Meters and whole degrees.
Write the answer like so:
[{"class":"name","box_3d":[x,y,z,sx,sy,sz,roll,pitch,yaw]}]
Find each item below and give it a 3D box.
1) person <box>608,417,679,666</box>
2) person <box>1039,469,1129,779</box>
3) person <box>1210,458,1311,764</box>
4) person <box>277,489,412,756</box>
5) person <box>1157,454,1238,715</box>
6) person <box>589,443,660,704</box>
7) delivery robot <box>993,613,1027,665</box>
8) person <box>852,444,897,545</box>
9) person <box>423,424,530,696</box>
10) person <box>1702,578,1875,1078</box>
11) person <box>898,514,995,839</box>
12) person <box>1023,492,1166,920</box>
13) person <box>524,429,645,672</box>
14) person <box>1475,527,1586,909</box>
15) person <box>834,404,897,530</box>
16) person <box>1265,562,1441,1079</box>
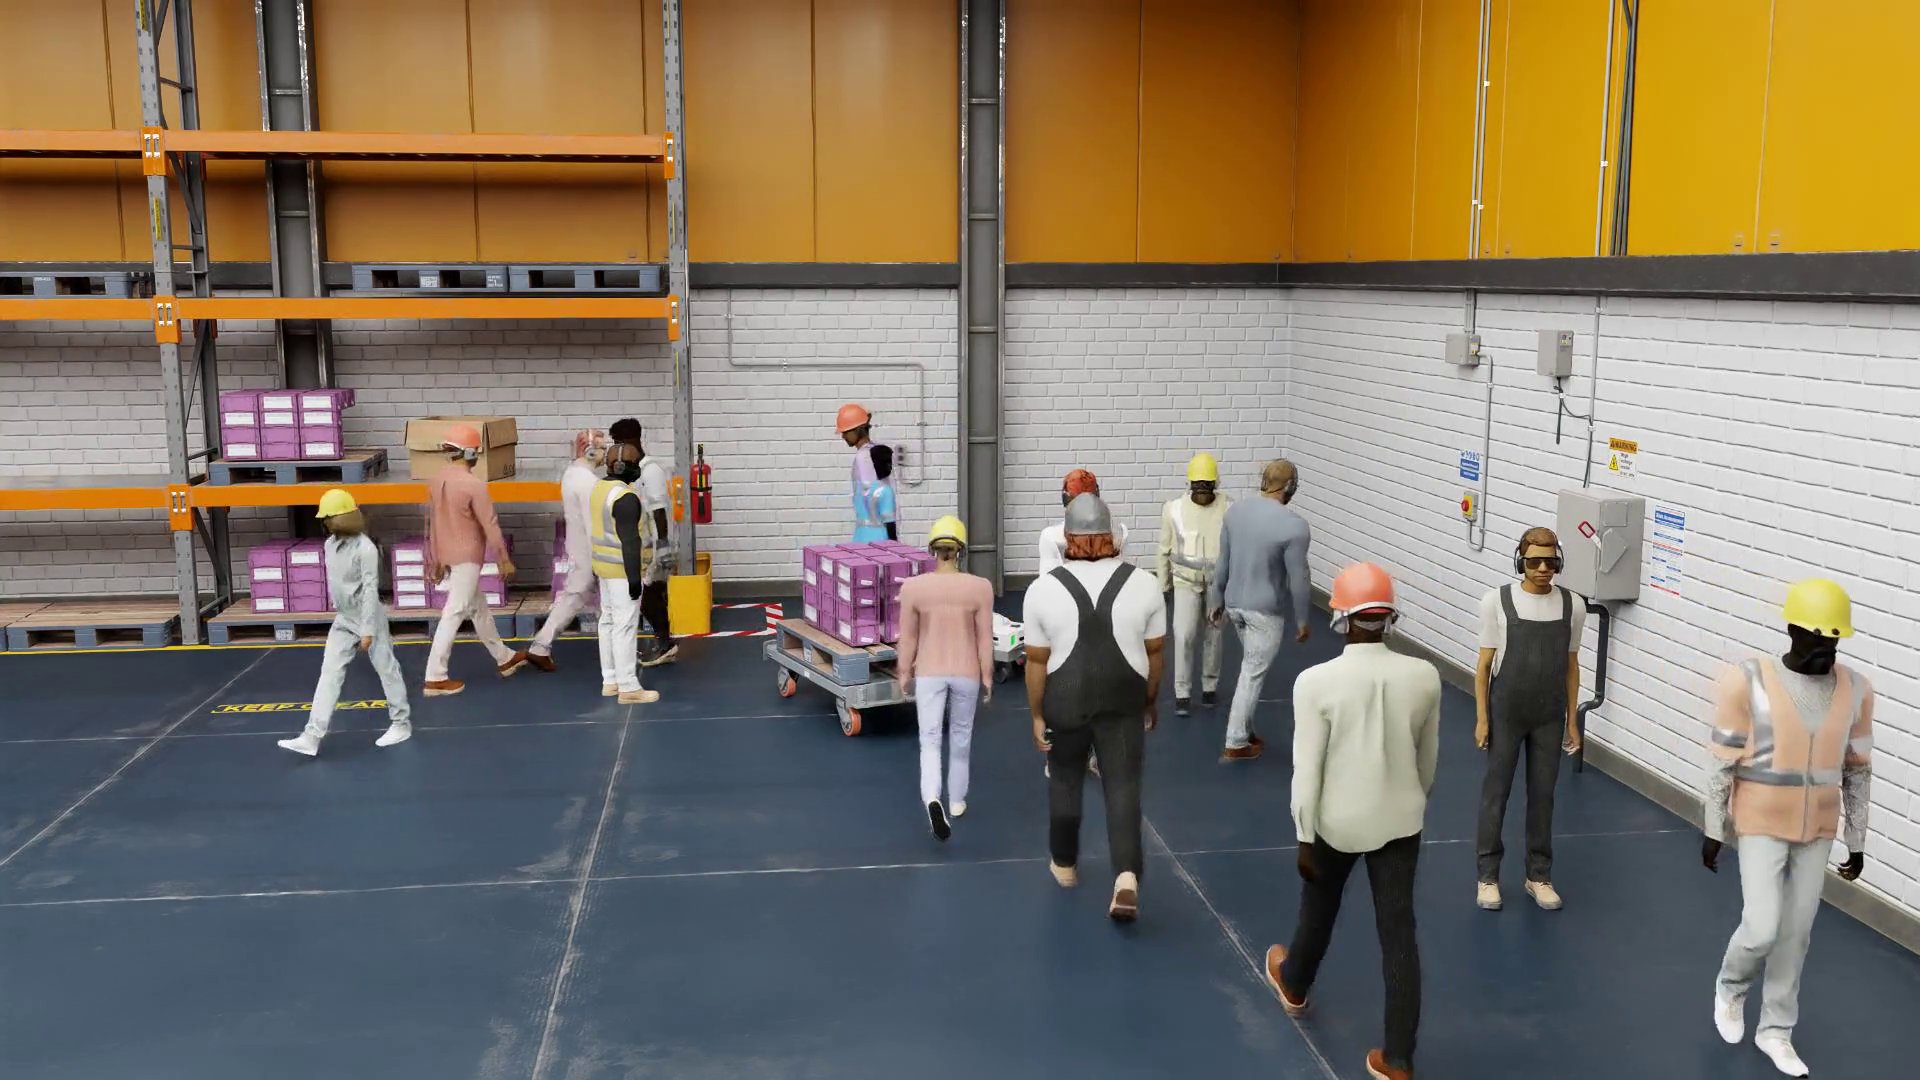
[{"class":"person","box_3d":[-2.438,0.019,12.828,0.508,1.932,0.642,-4,10,-24]},{"class":"person","box_3d":[0.725,0.514,9.900,0.574,1.885,0.356,-3,10,-20]},{"class":"person","box_3d":[1.885,0.445,10.284,0.617,1.896,0.655,-7,11,-36]},{"class":"person","box_3d":[-3.839,0.524,10.404,0.500,1.681,0.939,6,11,31]},{"class":"person","box_3d":[1.672,0.311,11.420,0.624,1.802,0.724,1,9,5]},{"class":"person","box_3d":[-2.388,0.232,11.804,0.430,1.840,0.624,-5,11,-30]},{"class":"delivery robot","box_3d":[0.200,0.717,12.476,0.707,0.478,0.477,6,11,34]},{"class":"person","box_3d":[-0.726,0.071,13.345,0.655,1.680,0.554,-8,12,-40]},{"class":"person","box_3d":[-3.544,0.126,12.130,0.633,1.939,1.013,8,12,43]},{"class":"person","box_3d":[3.133,1.078,6.284,0.614,1.911,0.414,0,9,-2]},{"class":"person","box_3d":[-0.074,0.738,8.996,0.530,1.736,0.773,0,9,-1]},{"class":"person","box_3d":[0.642,0.752,7.926,0.685,2.000,0.926,0,9,1]},{"class":"person","box_3d":[-2.887,0.081,12.695,0.975,1.863,0.661,-3,10,-20]},{"class":"person","box_3d":[2.712,0.849,7.935,0.506,1.846,0.346,0,9,0]},{"class":"person","box_3d":[-0.793,-0.115,13.549,1.021,1.966,0.624,2,9,10]},{"class":"person","box_3d":[1.519,1.043,6.409,0.622,1.936,1.047,-1,9,-8]}]
